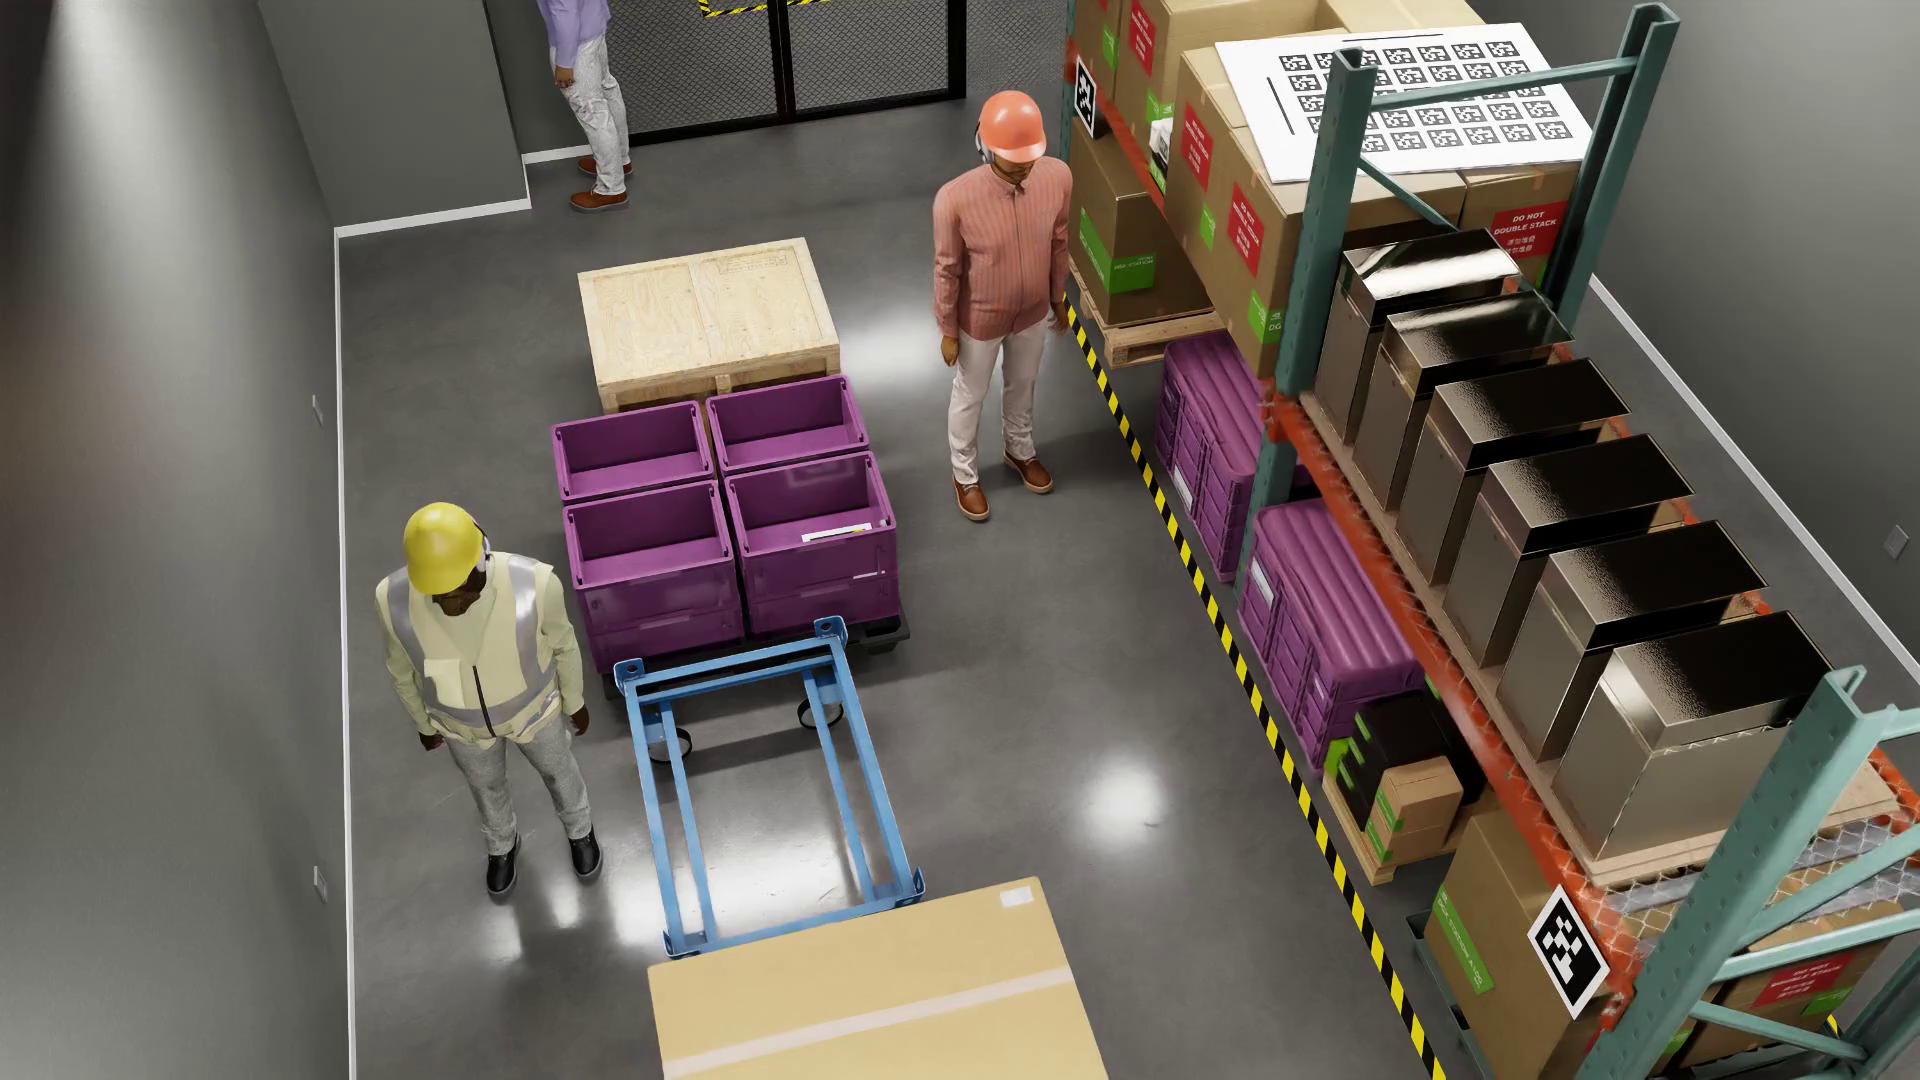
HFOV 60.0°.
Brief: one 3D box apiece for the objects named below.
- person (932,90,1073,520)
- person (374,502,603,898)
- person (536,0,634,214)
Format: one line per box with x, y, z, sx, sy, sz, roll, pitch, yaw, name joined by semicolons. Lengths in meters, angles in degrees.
0.177;-0.928;6.701;0.609;1.995;0.376;-22;51;-19;person
-1.518;0.541;5.460;0.591;1.833;0.403;-9;48;-8;person
-1.897;-2.512;8.193;0.352;1.937;0.635;1;47;1;person
